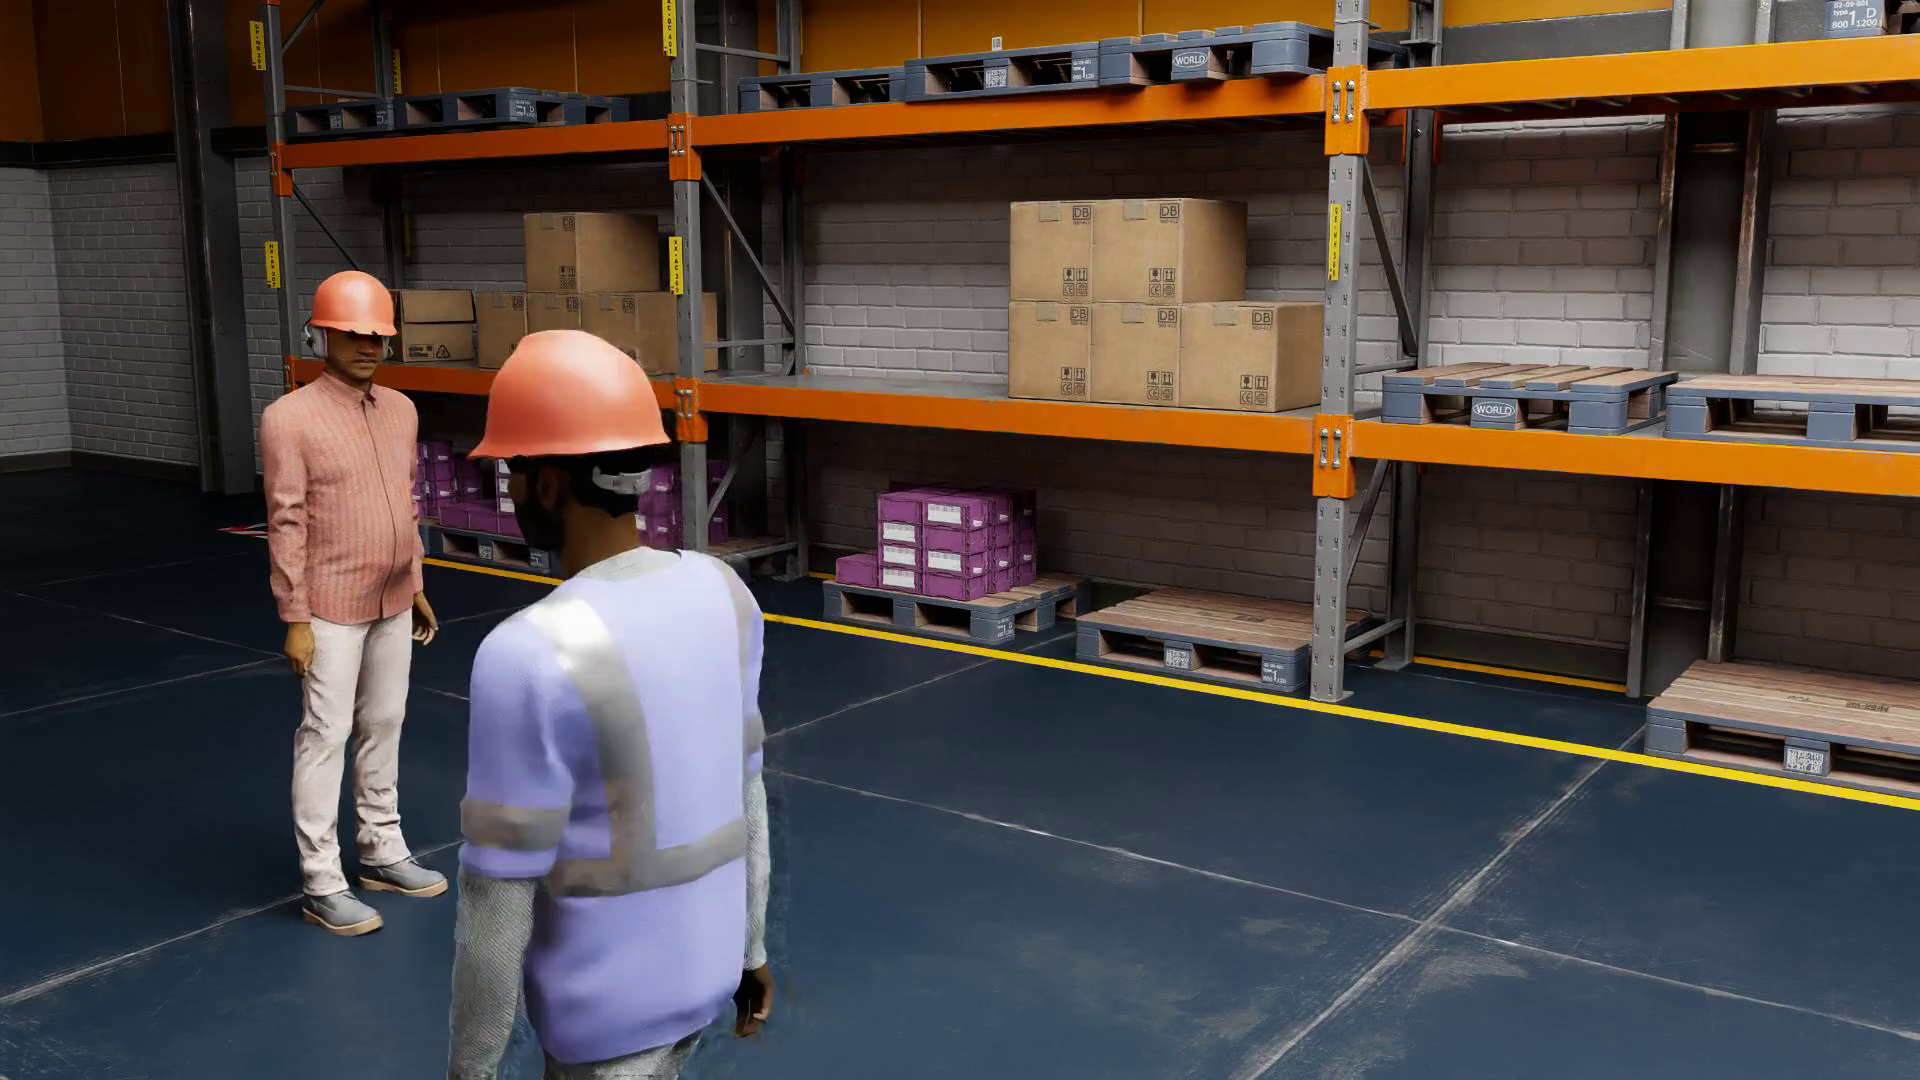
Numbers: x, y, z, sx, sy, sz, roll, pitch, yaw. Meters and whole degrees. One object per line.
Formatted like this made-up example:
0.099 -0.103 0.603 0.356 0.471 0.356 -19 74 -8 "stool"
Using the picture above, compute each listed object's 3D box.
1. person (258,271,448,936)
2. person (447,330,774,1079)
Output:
-1.833 0.183 5.092 0.392 1.990 0.614 4 10 22 "person"
-0.558 0.651 2.510 0.529 1.919 0.580 4 10 24 "person"
